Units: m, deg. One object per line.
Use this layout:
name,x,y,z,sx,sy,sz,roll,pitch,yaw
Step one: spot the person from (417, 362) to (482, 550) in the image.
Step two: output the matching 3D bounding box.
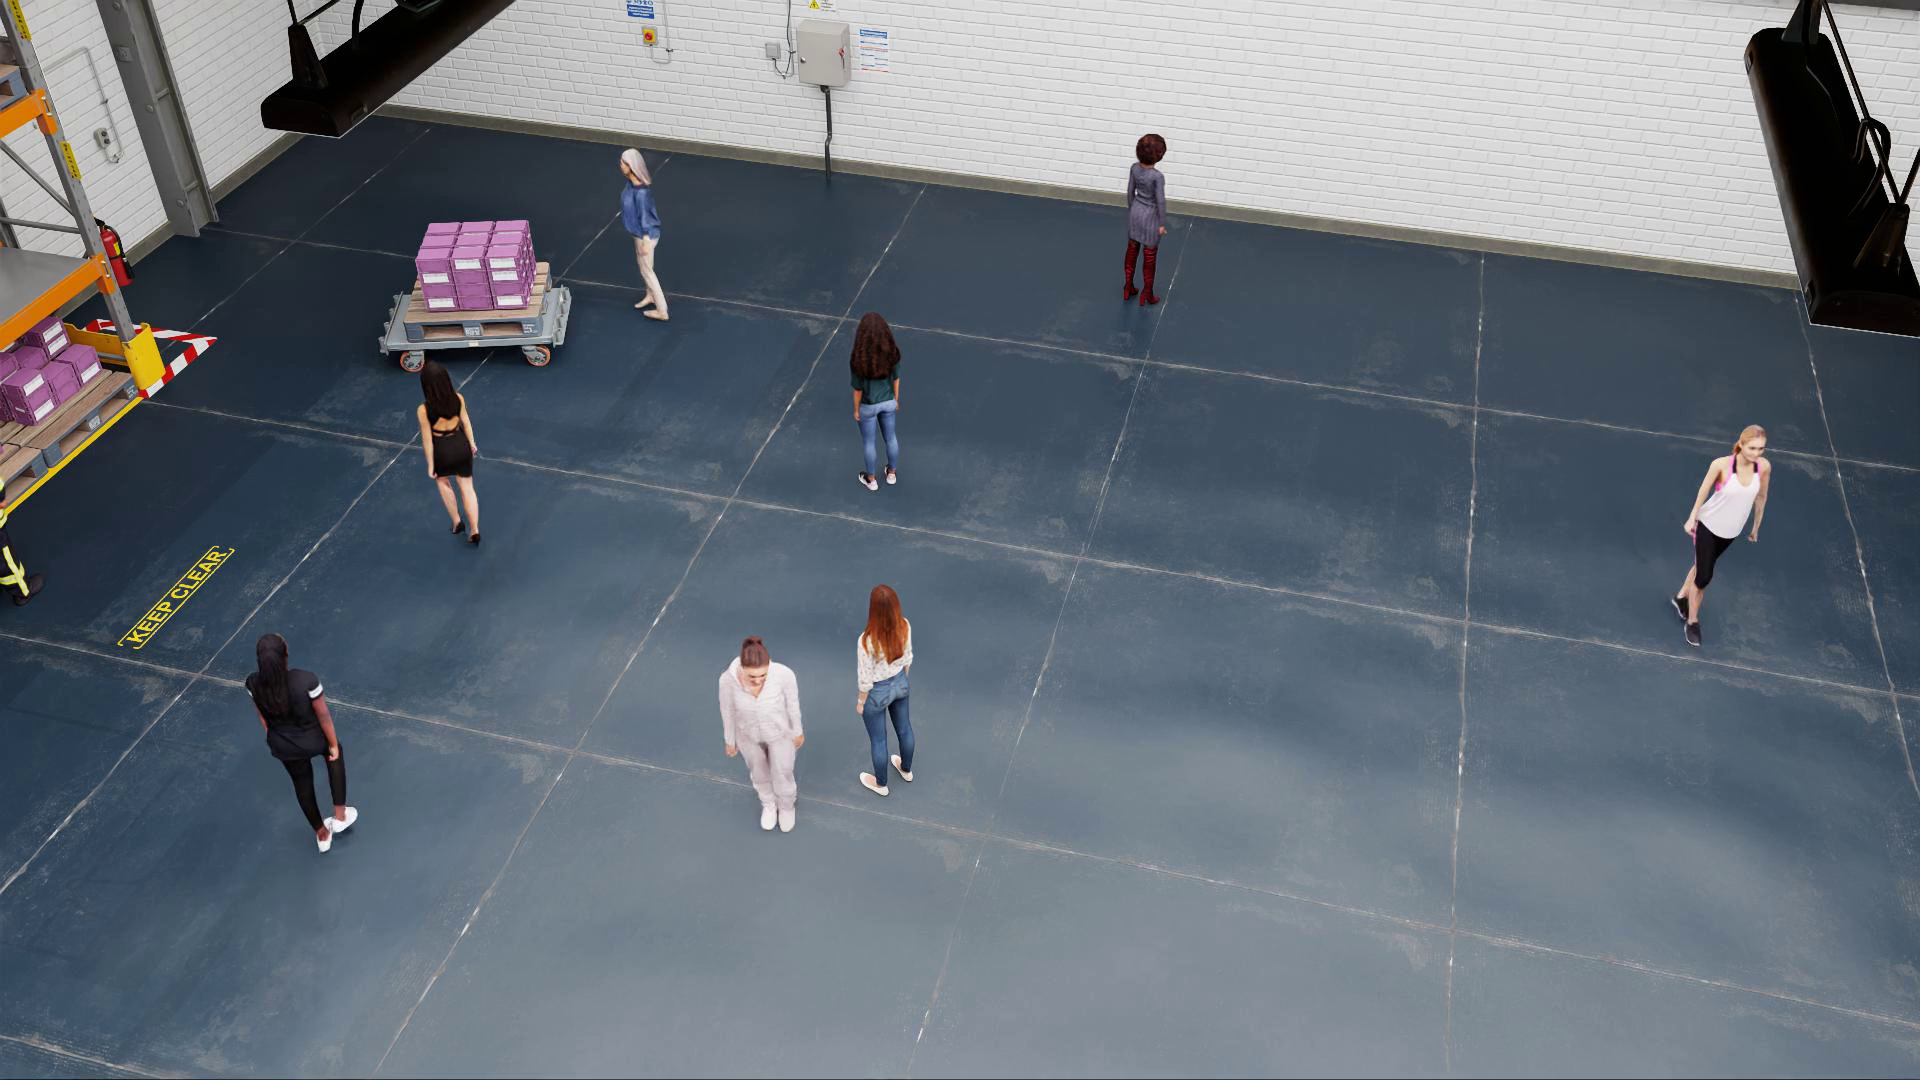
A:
person,-3.894,-0.606,12.855,0.722,1.635,0.792,-26,45,-29

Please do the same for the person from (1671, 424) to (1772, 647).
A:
person,5.522,-0.152,12.176,0.775,1.773,0.912,-2,39,-2

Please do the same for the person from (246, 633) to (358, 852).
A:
person,-4.126,1.315,10.384,0.731,1.718,0.761,-6,39,-7

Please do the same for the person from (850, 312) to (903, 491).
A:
person,-0.681,-1.126,13.521,0.715,1.617,0.763,-15,41,-18

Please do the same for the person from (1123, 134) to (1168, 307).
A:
person,1.756,-3.049,15.852,0.675,1.713,0.662,-31,48,-33

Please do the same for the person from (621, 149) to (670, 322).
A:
person,-2.954,-2.890,15.674,0.781,1.687,0.684,-16,41,-19

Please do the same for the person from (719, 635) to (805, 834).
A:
person,-1.238,1.173,10.604,0.731,1.665,0.724,0,39,0

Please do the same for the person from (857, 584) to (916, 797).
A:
person,-0.478,0.969,10.808,0.626,1.729,0.713,-26,46,-29

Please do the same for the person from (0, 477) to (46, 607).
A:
person,-7.349,-0.305,12.249,0.858,1.922,0.786,-1,39,-1
